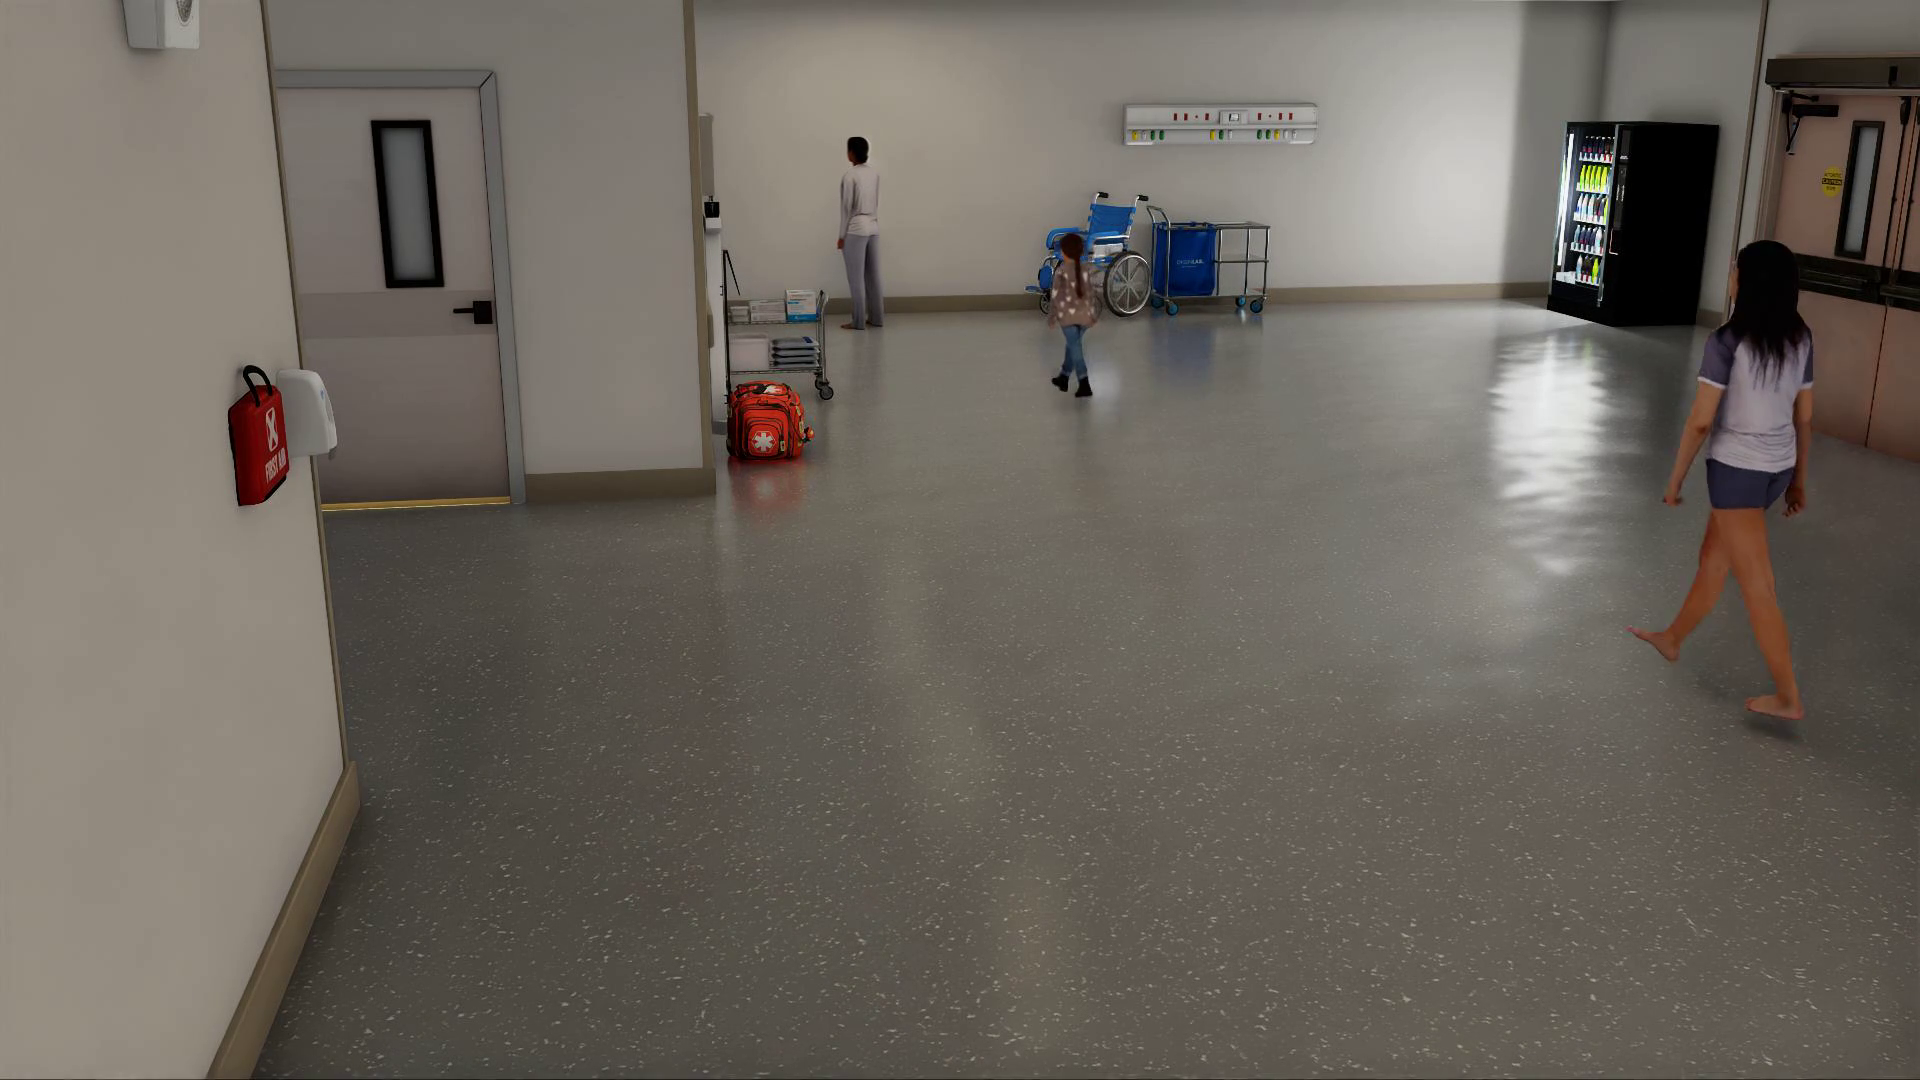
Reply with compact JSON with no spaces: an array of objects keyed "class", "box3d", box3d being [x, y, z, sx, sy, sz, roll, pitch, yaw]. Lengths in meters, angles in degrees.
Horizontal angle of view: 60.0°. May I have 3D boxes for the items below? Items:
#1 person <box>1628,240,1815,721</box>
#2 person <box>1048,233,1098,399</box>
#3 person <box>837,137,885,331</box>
[{"class":"person","box3d":[2.893,-0.170,5.993,0.753,1.675,1.195,-6,17,-20]},{"class":"person","box3d":[0.841,-1.580,11.934,0.636,1.165,0.894,-7,17,-24]},{"class":"person","box3d":[-0.913,-2.825,15.299,0.753,1.736,0.709,12,20,37]}]
